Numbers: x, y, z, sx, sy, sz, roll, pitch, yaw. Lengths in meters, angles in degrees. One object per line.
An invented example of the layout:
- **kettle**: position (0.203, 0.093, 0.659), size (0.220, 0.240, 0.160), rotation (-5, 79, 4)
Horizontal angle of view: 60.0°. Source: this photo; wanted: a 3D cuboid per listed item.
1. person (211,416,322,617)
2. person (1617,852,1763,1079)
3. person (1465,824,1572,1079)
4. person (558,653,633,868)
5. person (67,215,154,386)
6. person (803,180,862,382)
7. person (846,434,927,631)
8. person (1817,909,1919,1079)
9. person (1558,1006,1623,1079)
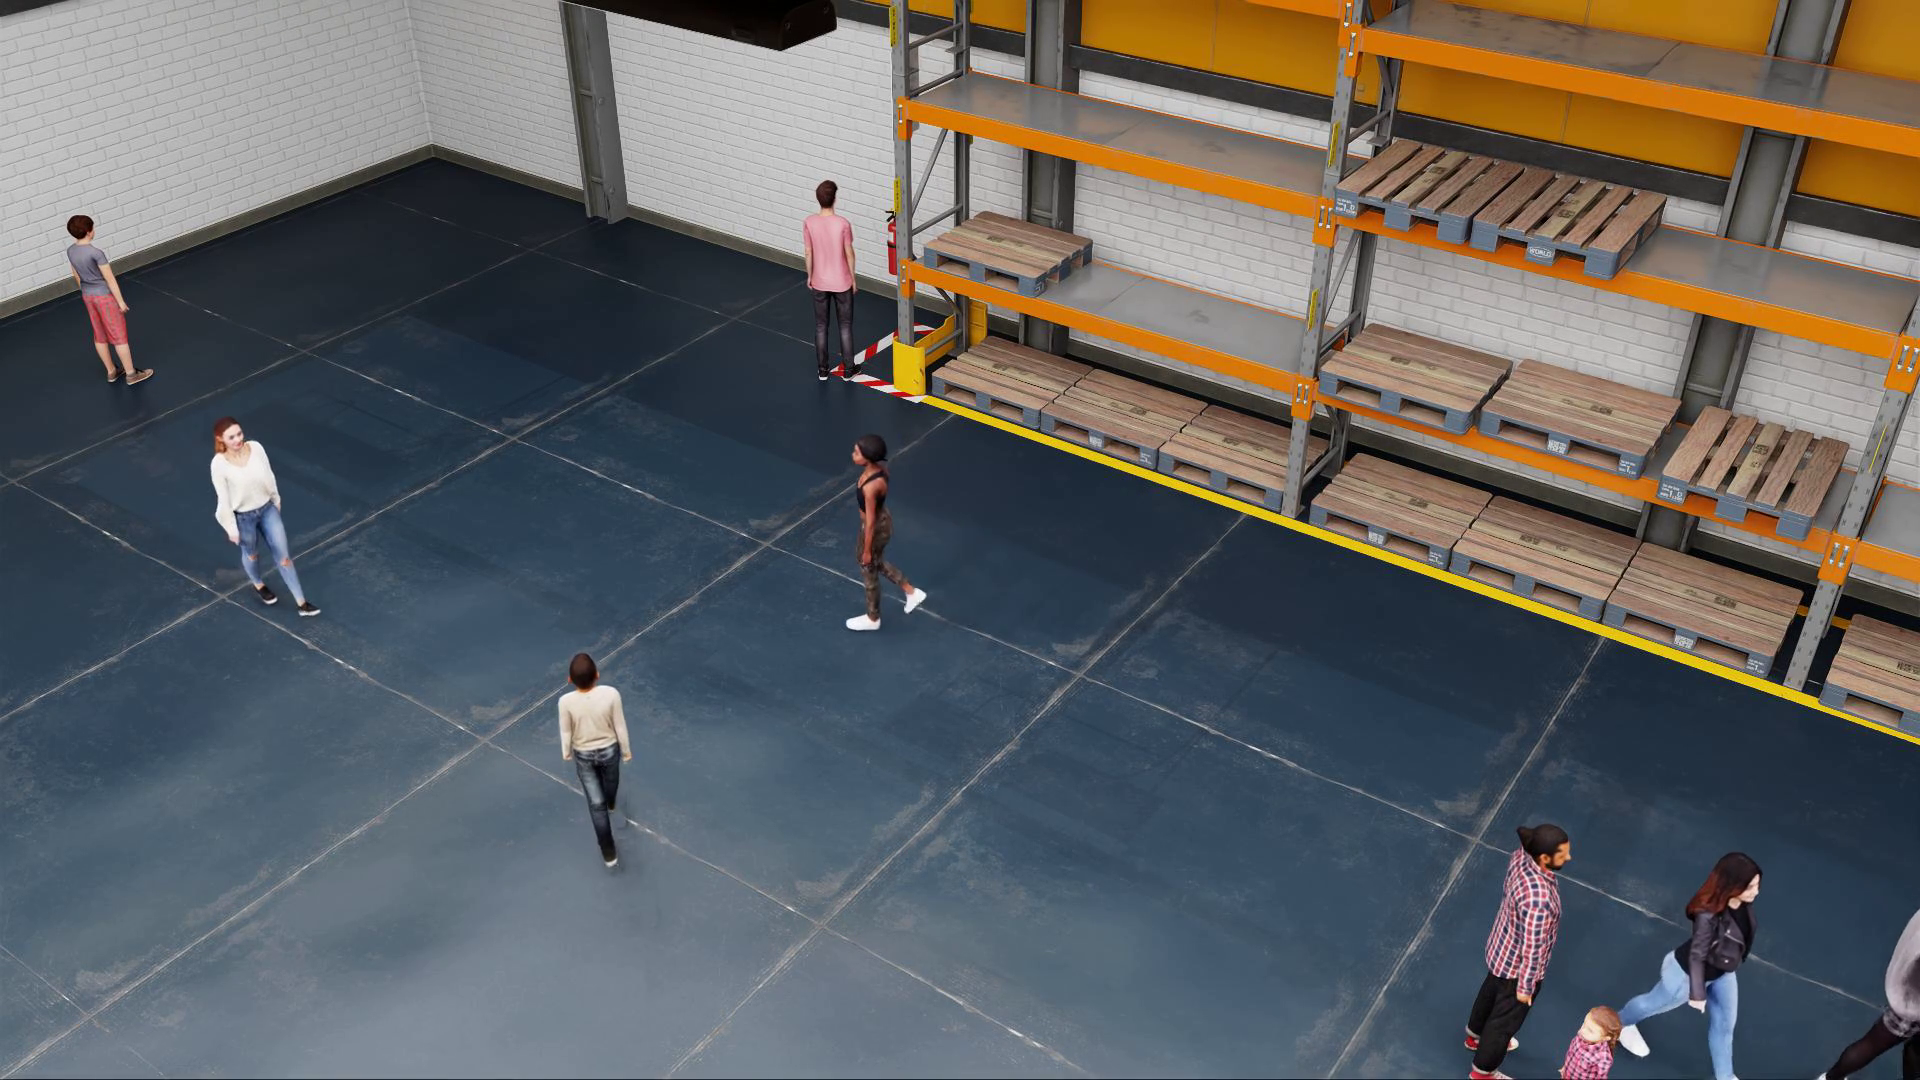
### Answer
- **person**: position (-5.336, -0.196, 12.447), size (1.047, 1.658, 0.756), rotation (27, 42, 35)
- **person**: position (3.856, 2.248, 8.830), size (0.882, 1.591, 1.184), rotation (-23, 40, -31)
- **person**: position (2.950, 2.175, 8.786), size (0.760, 1.761, 0.783), rotation (4, 34, 6)
- **person**: position (-2.245, 1.366, 10.297), size (0.934, 1.436, 1.083), rotation (-11, 35, -16)
- **person**: position (-8.021, -2.239, 15.527), size (0.563, 1.651, 0.701), rotation (10, 35, 14)
- **person**: position (-1.200, -2.402, 15.494), size (0.643, 1.959, 0.767), rotation (5, 34, 7)
- **person**: position (-0.546, -0.037, 12.182), size (0.942, 1.686, 0.820), rotation (2, 34, 4)
- **person**: position (4.799, 2.325, 8.569), size (0.916, 1.752, 0.723), rotation (16, 37, 23)
- **person**: position (3.210, 2.773, 8.554), size (0.564, 1.022, 0.500), rotation (-7, 34, -11)
